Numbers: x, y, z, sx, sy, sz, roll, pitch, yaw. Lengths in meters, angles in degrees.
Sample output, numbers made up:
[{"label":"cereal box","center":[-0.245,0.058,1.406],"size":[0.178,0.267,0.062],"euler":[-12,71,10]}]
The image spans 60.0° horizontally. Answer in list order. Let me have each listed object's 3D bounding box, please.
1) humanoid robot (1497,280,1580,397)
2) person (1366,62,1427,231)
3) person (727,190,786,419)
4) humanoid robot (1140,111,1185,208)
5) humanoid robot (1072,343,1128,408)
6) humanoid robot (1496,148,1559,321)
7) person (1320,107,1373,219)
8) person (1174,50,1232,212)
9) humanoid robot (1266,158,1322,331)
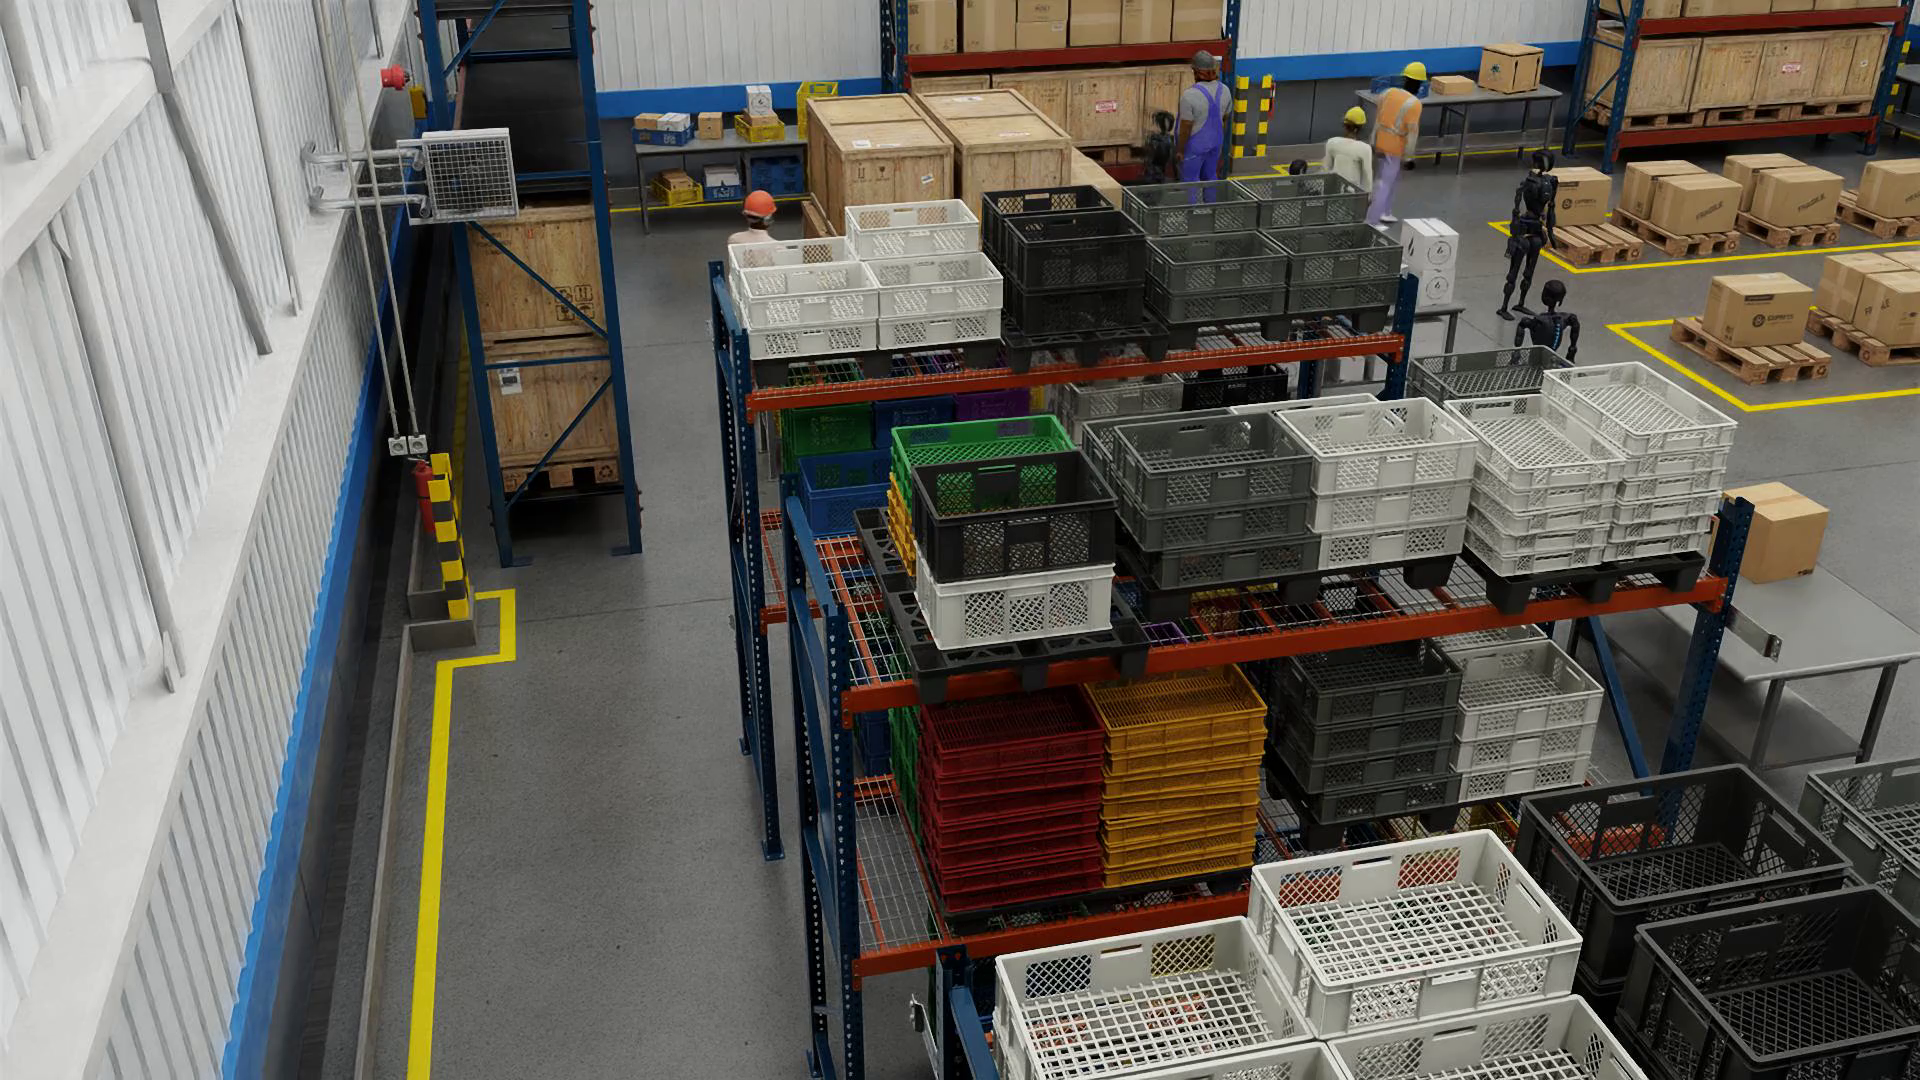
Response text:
[{"label":"humanoid robot","center":[4.450,-1.206,12.808],"size":[0.609,1.657,0.311],"euler":[-6,28,-12]},{"label":"person","center":[4.894,-4.398,18.649],"size":[0.702,1.885,0.606],"euler":[-12,30,-22]},{"label":"person","center":[-1.635,-1.921,13.844],"size":[0.611,1.994,0.377],"euler":[15,31,26]},{"label":"humanoid robot","center":[2.123,-3.744,17.692],"size":[0.767,1.627,0.612],"euler":[14,31,25]},{"label":"humanoid robot","center":[0.907,-0.733,11.973],"size":[0.645,1.619,0.712],"euler":[-23,36,-37]},{"label":"humanoid robot","center":[5.545,-2.975,16.161],"size":[0.609,1.661,0.314],"euler":[-15,31,-26]},{"label":"person","center":[4.025,-3.646,17.430],"size":[0.535,1.740,0.900],"euler":[24,36,38]},{"label":"person","center":[2.634,-4.420,18.535],"size":[0.687,2.000,0.536],"euler":[-18,33,-30]},{"label":"humanoid robot","center":[3.195,-2.820,15.885],"size":[0.585,1.654,0.338],"euler":[14,31,25]}]
